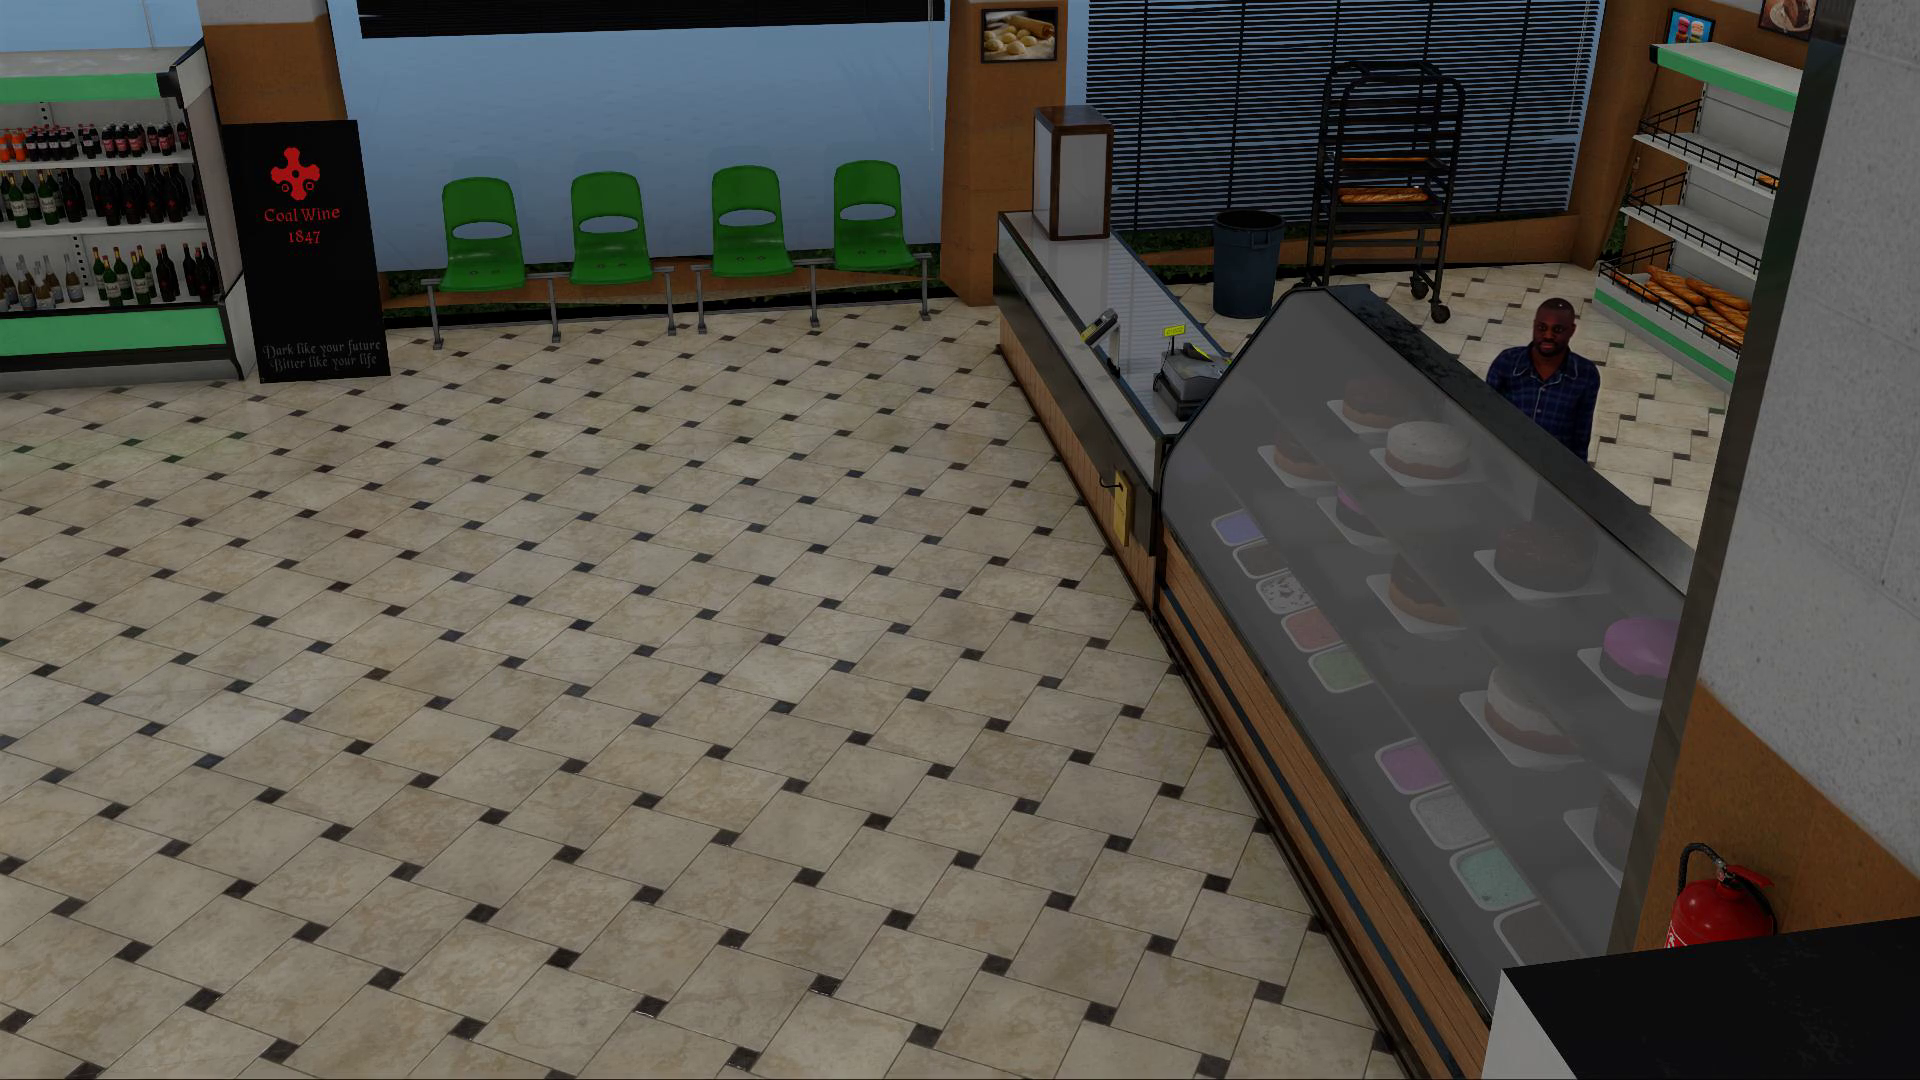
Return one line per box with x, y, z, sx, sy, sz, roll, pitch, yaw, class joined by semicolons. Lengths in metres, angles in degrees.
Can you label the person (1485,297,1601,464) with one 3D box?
2.578;-0.234;7.590;0.728;1.824;0.833;9;28;18;person
